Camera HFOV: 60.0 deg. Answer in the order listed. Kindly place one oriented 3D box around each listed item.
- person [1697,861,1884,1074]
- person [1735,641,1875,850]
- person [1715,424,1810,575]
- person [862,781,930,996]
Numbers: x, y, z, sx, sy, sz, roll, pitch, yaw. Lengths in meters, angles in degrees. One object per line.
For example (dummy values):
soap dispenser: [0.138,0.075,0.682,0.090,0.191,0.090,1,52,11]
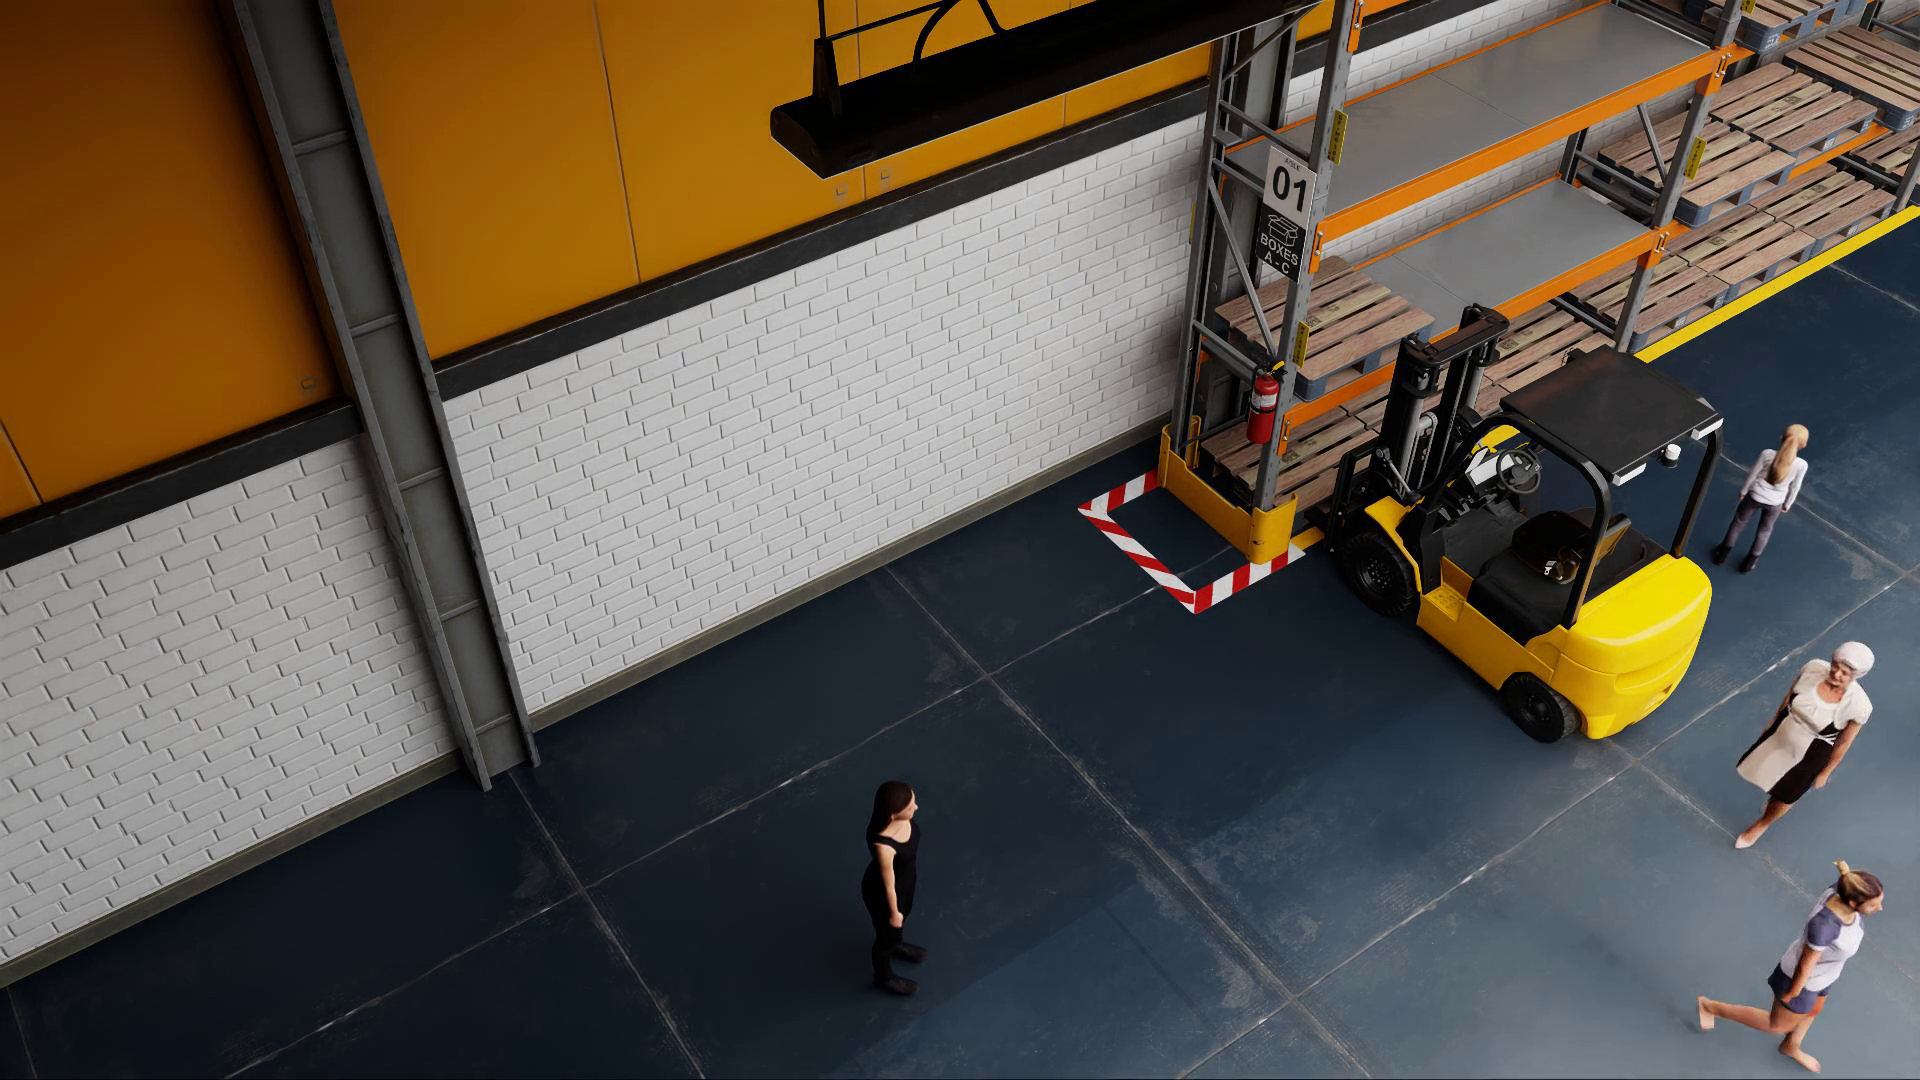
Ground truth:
person: [4.390,2.224,8.723,0.765,1.606,0.904,31,52,28]
person: [4.964,1.179,9.719,0.804,1.744,0.670,-20,47,-19]
person: [5.615,-0.288,11.598,0.576,1.276,0.610,19,47,19]
person: [-0.369,1.873,9.031,0.734,1.687,0.666,9,44,9]
